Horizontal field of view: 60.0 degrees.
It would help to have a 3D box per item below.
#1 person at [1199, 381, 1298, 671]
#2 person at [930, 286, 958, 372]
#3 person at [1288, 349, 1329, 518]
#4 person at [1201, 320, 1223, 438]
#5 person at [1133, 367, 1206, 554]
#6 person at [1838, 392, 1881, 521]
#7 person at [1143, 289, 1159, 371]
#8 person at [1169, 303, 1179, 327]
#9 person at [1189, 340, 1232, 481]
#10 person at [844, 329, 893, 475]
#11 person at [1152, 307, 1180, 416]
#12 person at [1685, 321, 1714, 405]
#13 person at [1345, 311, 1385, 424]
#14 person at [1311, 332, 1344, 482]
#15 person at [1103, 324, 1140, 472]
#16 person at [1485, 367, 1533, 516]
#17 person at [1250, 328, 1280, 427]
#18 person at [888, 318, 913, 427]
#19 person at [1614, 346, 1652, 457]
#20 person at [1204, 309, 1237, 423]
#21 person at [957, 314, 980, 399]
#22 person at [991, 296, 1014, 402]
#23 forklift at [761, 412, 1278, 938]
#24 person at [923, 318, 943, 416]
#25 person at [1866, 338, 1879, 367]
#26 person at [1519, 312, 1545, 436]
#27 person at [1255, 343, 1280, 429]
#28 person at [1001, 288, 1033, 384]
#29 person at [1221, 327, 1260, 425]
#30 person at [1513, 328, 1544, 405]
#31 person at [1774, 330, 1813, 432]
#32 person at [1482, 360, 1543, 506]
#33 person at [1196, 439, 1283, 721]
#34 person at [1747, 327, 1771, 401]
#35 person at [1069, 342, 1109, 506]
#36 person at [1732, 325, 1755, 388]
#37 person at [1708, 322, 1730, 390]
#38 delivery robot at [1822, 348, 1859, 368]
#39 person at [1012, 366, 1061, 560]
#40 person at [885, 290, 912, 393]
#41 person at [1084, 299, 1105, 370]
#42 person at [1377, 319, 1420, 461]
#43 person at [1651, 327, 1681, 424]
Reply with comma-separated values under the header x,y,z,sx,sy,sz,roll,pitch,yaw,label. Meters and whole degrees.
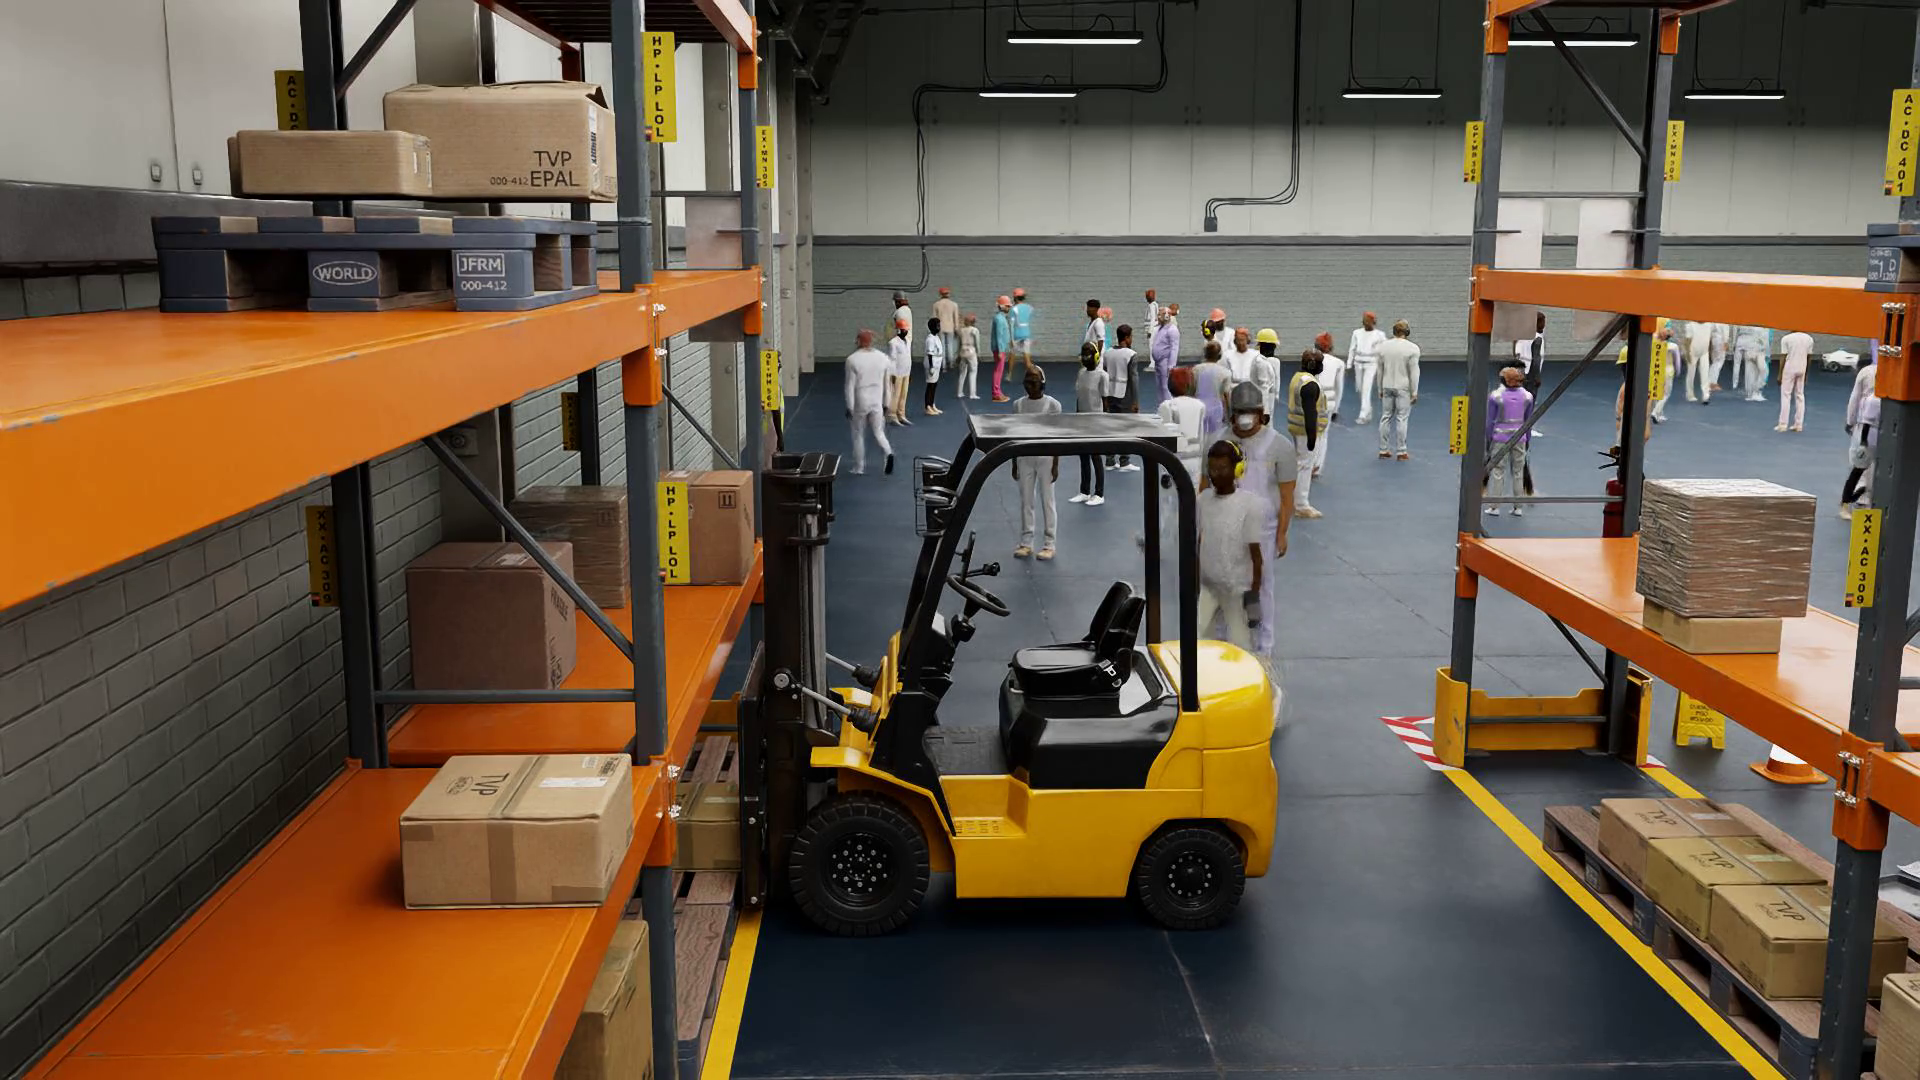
x,y,z,sx,sy,sz,roll,pitch,yaw,label
1.952,-0.092,11.574,0.689,2.000,0.539,6,12,29,person
-0.368,-4.864,38.331,0.615,1.972,0.450,-2,10,-14,person
3.788,-1.160,18.108,0.429,1.839,0.626,0,10,-1,person
3.632,-2.276,24.238,0.328,1.865,0.521,6,12,30,person
2.037,-0.700,15.537,0.592,1.826,1.038,-6,12,-32,person
9.804,-1.024,17.788,0.619,1.668,0.601,-7,12,-35,person
4.428,-4.850,38.510,0.355,1.887,0.573,2,10,11,person
4.707,-4.435,36.932,0.279,1.627,0.499,2,10,12,person
2.976,-1.461,19.774,0.535,1.831,0.403,5,11,25,person
-1.157,-1.741,21.189,0.652,1.892,0.716,-6,12,-31,person
3.387,-2.922,27.712,0.409,1.906,0.651,-3,11,-17,person
13.658,-3.401,30.720,0.540,1.793,0.960,1,10,7,person
6.739,-2.865,27.547,0.583,1.853,0.862,8,13,38,person
4.491,-1.652,20.763,0.622,1.862,0.456,-2,10,-12,person
2.091,-1.851,21.715,0.373,1.917,0.594,-8,13,-39,person
5.980,-1.065,18.143,0.514,1.634,0.313,0,10,-3,person
3.740,-1.641,20.511,0.360,1.929,0.587,1,10,3,person
-0.939,-2.722,27.024,0.342,1.749,0.569,6,12,30,person
6.977,-1.068,17.332,0.369,1.925,0.586,9,13,41,person
4.339,-2.932,27.829,0.546,1.891,0.967,1,10,4,person
0.169,-3.509,31.802,0.549,1.624,0.361,9,14,42,person
0.791,-3.578,31.169,0.419,1.986,0.607,1,10,5,person
0.291,0.548,7.580,2.313,2.155,1.214,0,10,-2,forklift
-0.463,-2.993,28.717,0.321,1.689,0.530,2,10,10,person
21.454,-4.908,38.985,0.337,1.838,0.501,7,12,33,person
8.802,-2.552,25.646,0.397,1.911,0.588,0,10,2,person
4.297,-2.054,23.635,0.501,1.633,0.289,5,11,25,person
1.226,-4.292,35.086,0.625,1.996,1.002,-6,12,-28,person
3.835,-1.981,22.650,0.620,1.855,0.798,3,11,16,person
10.403,-3.388,30.523,0.563,1.835,0.402,10,14,43,person
13.114,-2.604,26.152,0.501,1.839,0.341,-1,10,-7,person
6.269,-1.209,18.870,0.540,1.647,0.879,-6,12,-31,person
1.607,0.299,9.961,0.845,1.842,0.540,-9,13,-41,person
15.052,-3.449,31.125,0.555,1.721,0.513,10,14,44,person
1.478,-1.324,18.956,0.329,1.861,0.512,-8,13,-36,person
16.120,-3.995,34.147,0.484,1.743,0.301,9,14,42,person
15.309,-3.983,33.658,0.460,1.903,0.679,-2,10,-11,person
20.160,-4.153,38.075,0.707,0.478,0.477,1,10,3,delivery robot
0.714,-0.725,15.688,0.501,1.839,0.342,5,11,26,person
-1.226,-3.947,33.050,0.538,2.000,0.684,1,10,8,person
2.423,-3.355,29.953,0.368,1.966,0.608,-2,10,-10,person
5.985,-2.043,22.756,0.627,1.933,0.367,10,14,43,person
11.596,-2.720,27.468,0.797,1.590,0.493,-7,12,-35,person
